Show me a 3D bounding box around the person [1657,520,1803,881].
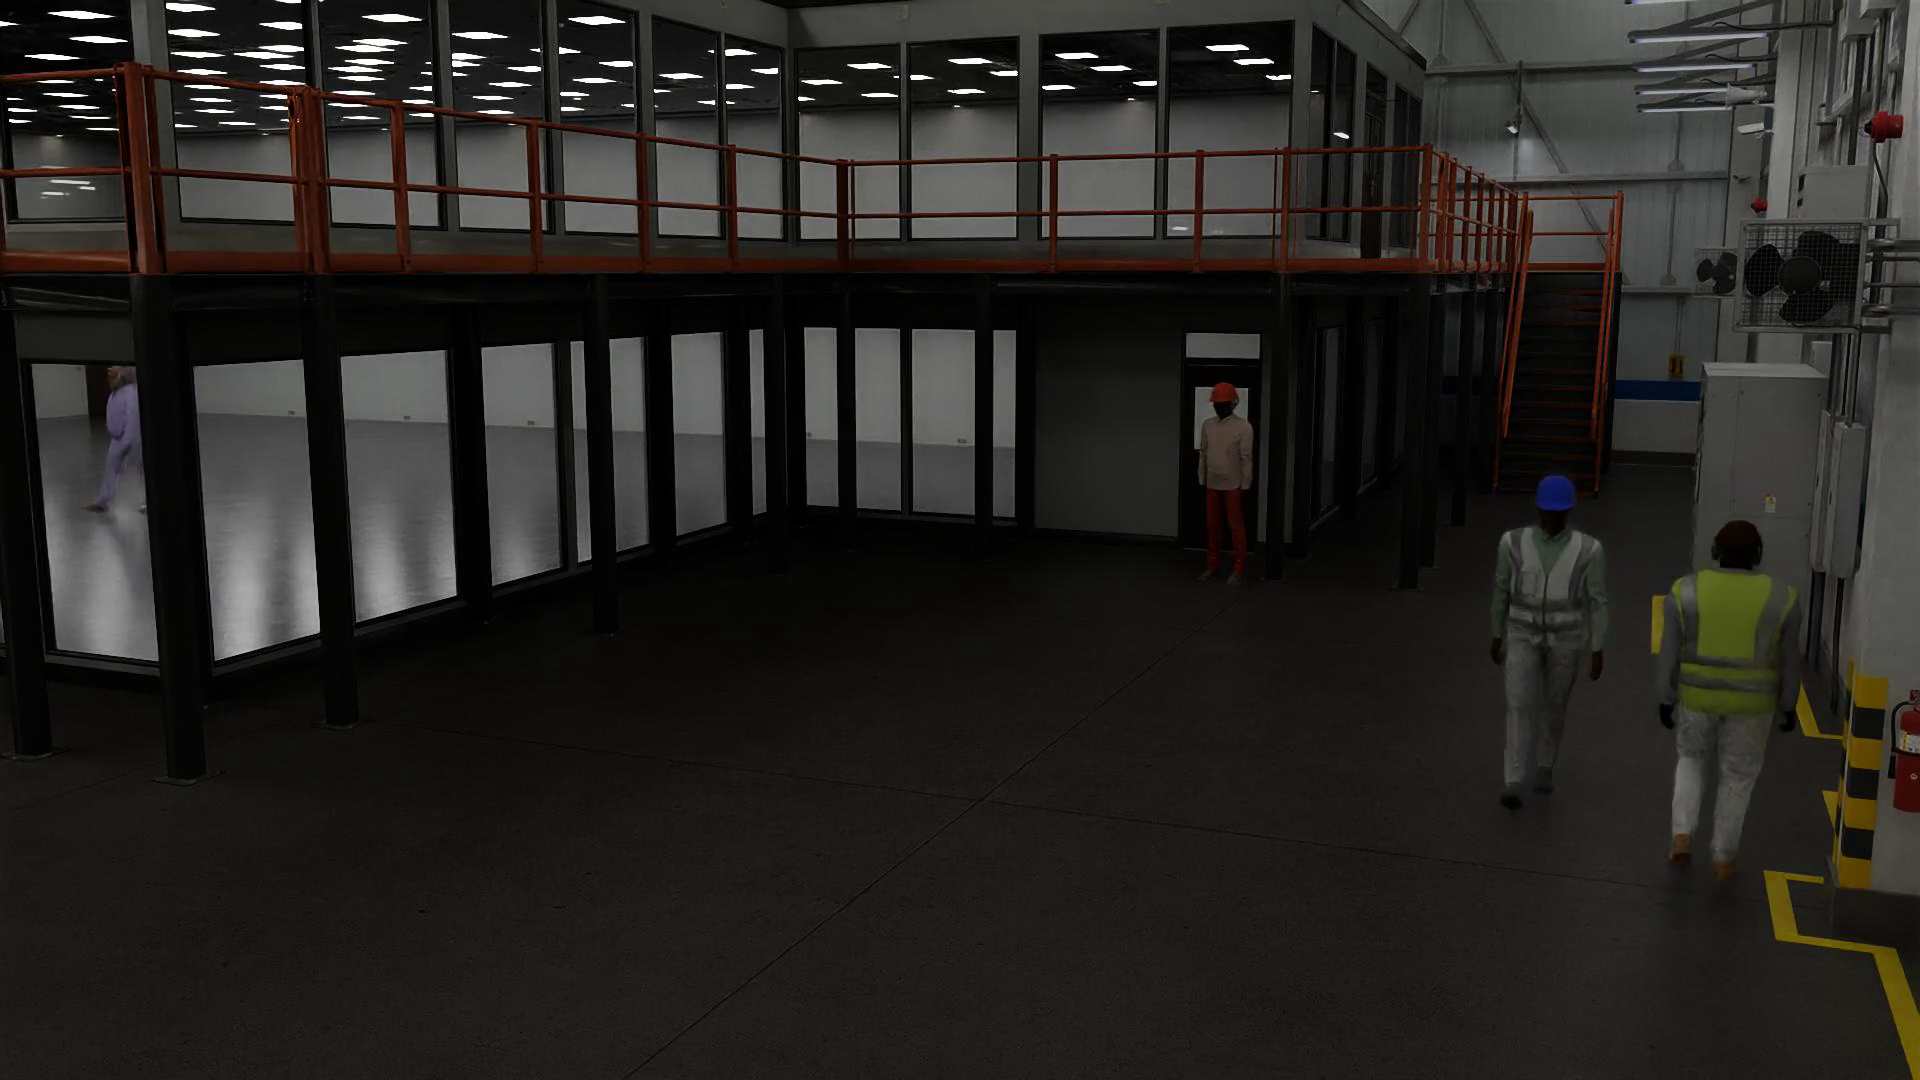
[{"bbox_3d":[3.847,0.806,8.333,0.641,1.826,0.448,6,11,32],"label":"person"}]

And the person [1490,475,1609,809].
[{"bbox_3d":[3.334,0.586,9.450,0.647,1.896,0.973,4,10,22],"label":"person"}]

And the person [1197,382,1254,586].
[{"bbox_3d":[2.567,-0.546,16.206,0.409,1.984,0.615,-9,13,-43],"label":"person"}]
